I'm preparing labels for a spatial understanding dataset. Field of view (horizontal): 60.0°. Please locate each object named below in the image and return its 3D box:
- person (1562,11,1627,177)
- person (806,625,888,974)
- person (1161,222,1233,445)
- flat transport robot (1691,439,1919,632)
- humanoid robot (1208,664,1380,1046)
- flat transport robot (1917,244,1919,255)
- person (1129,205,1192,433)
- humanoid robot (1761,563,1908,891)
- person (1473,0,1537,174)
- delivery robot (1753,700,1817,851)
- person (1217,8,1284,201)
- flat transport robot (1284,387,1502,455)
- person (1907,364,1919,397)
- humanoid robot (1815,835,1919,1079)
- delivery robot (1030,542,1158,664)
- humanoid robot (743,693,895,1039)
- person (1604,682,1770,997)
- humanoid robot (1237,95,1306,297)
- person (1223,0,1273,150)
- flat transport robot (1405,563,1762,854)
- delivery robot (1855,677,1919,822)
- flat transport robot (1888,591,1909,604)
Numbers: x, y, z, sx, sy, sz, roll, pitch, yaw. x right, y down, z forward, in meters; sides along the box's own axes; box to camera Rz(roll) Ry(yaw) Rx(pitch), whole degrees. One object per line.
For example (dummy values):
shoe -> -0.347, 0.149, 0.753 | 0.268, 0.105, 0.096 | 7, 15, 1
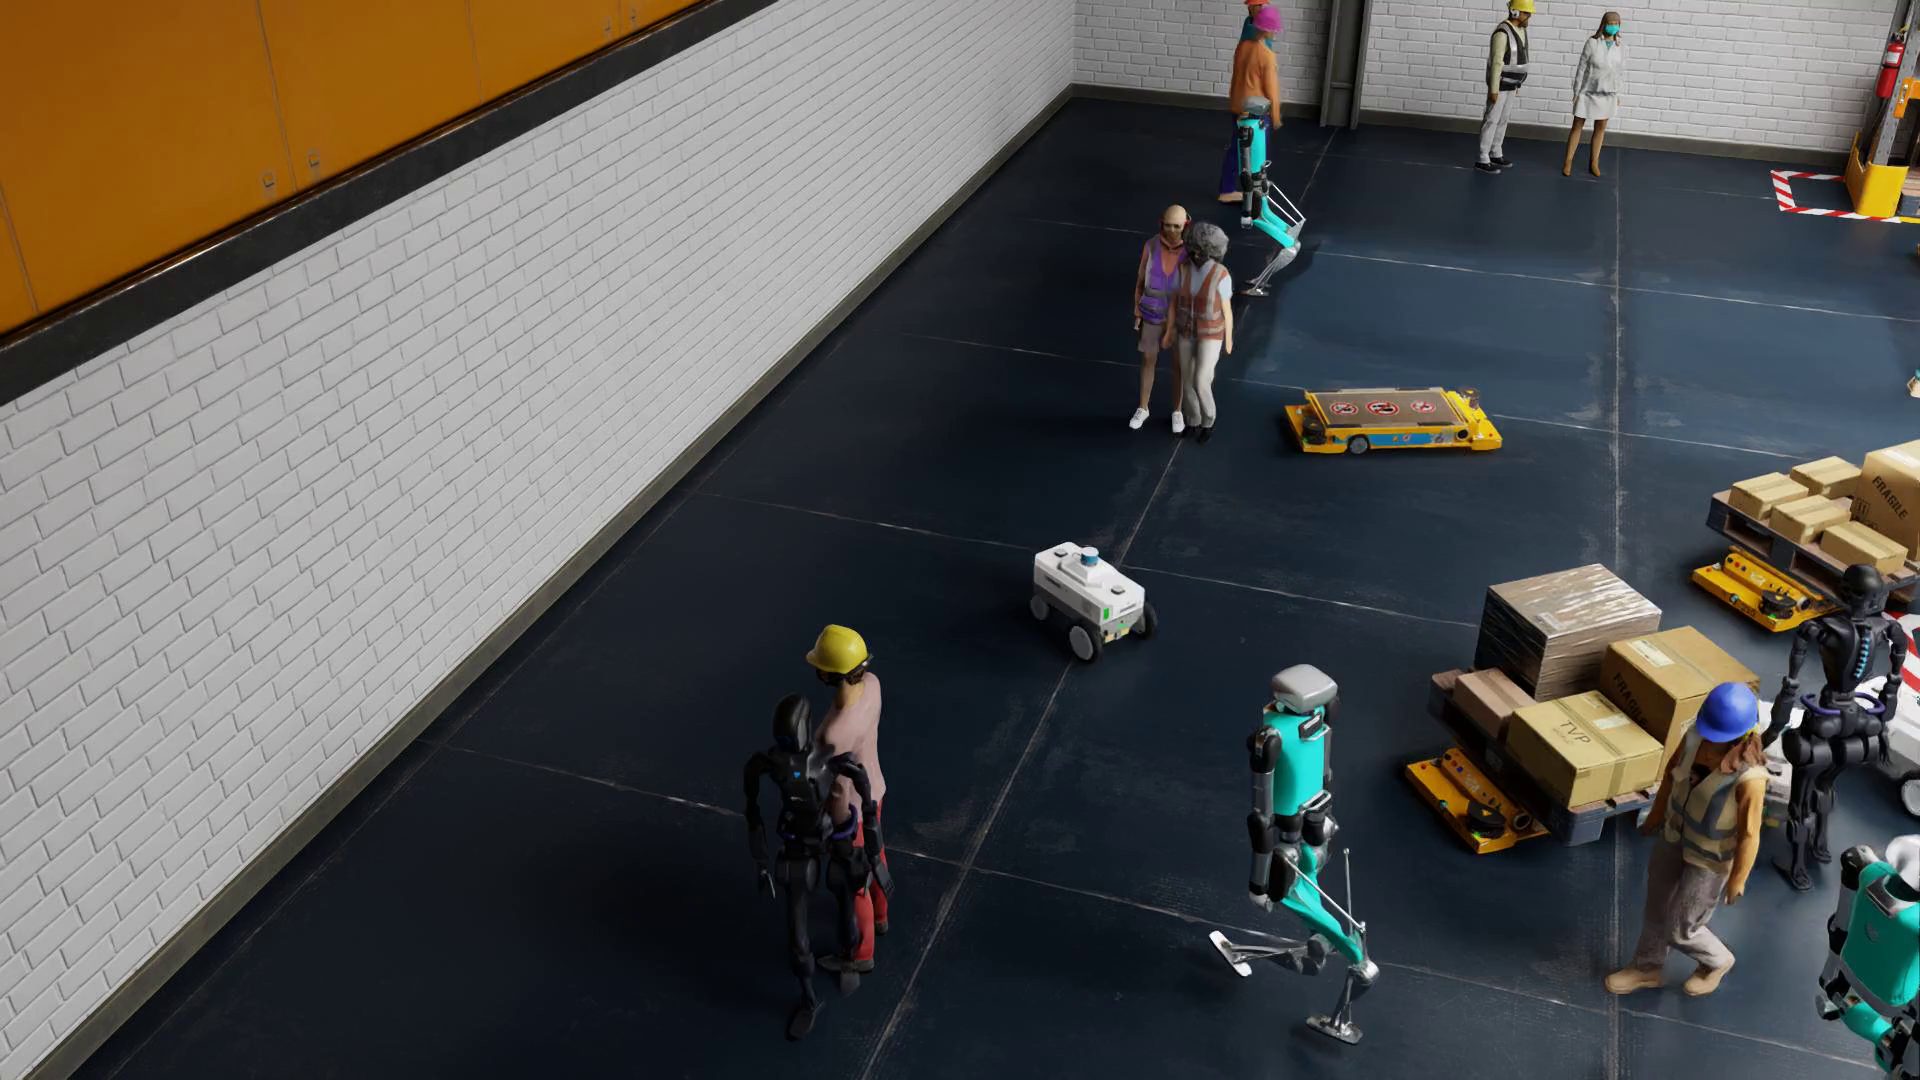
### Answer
person -> 6.496, -4.539, 16.969 | 0.489, 1.661, 0.337 | 3, 31, 4
person -> -0.489, 1.128, 7.230 | 0.308, 1.768, 0.532 | 8, 31, 14
person -> 1.685, -1.447, 11.706 | 0.443, 1.668, 0.434 | 21, 36, 31
flat transport robot -> 5.335, 0.187, 10.307 | 1.431, 0.231, 0.659 | -13, 33, -21
humanoid robot -> 1.503, 1.371, 6.867 | 1.047, 1.732, 0.559 | 26, 39, 37
flat transport robot -> 9.404, -2.466, 14.820 | 1.431, 0.231, 0.659 | 7, 31, 13
person -> 1.481, -1.582, 11.909 | 0.492, 1.692, 0.340 | 7, 31, 12
humanoid robot -> 4.055, 0.874, 7.757 | 0.616, 1.639, 0.442 | -1, 30, -2
person -> 5.609, -4.700, 17.092 | 0.403, 1.825, 0.589 | 23, 38, 34
delivery robot -> 4.072, 1.163, 8.382 | 0.499, 0.612, 0.801 | 13, 33, 21
person -> 2.845, -4.143, 16.042 | 0.508, 1.959, 0.534 | -18, 35, -28
flat transport robot -> 3.140, -0.868, 12.102 | 1.431, 0.231, 0.659 | -1, 30, -2
person -> 7.491, -1.899, 12.291 | 0.503, 1.862, 0.396 | 14, 33, 23
humanoid robot -> 3.563, 1.764, 6.181 | 0.869, 1.781, 0.590 | -7, 31, -12
delivery robot -> 0.761, 0.331, 9.786 | 0.499, 0.601, 0.805 | -21, 36, -31
humanoid robot -> -0.581, 1.345, 6.972 | 0.623, 1.649, 0.557 | 1, 30, 2
person -> 3.102, 1.286, 6.965 | 0.466, 1.749, 0.515 | -8, 31, -14
humanoid robot -> 2.626, -2.840, 13.876 | 0.735, 1.677, 0.533 | 11, 32, 19
person -> 3.065, -4.935, 17.550 | 0.319, 1.755, 0.562 | -9, 32, -16
flat transport robot -> 3.099, 1.199, 8.586 | 1.431, 0.231, 0.659 | -10, 32, -17
delivery robot -> 4.942, 1.050, 8.564 | 0.499, 0.602, 0.795 | -15, 34, -24
flat transport robot -> 6.027, -0.039, 10.692 | 0.659, 0.231, 1.431 | 27, 40, 38
